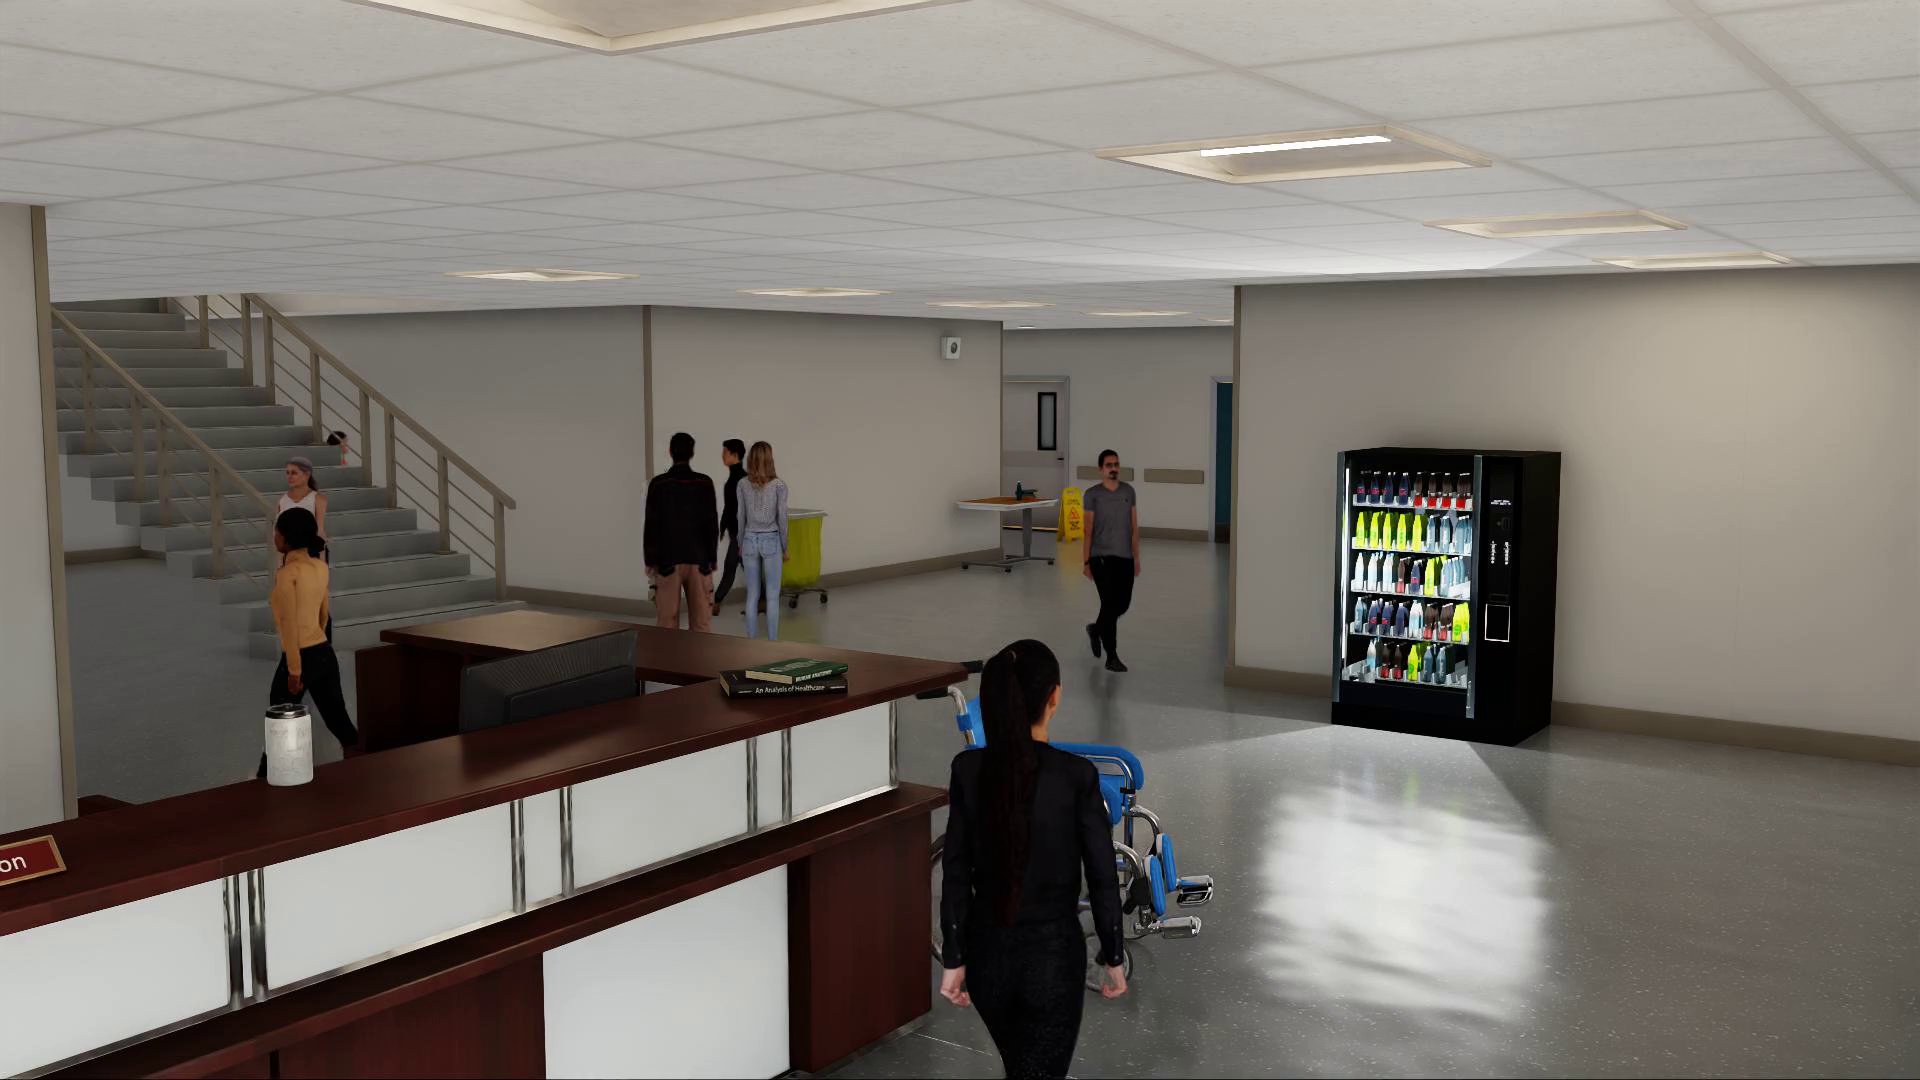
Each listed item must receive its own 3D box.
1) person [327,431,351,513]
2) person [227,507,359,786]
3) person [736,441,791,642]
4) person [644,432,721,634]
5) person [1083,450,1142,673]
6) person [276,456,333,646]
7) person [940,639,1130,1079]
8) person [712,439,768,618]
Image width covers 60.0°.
[{"bbox_3d":[-6.539,-0.251,17.364,1.139,1.718,1.029,0,6,-5],"label":"person"},{"bbox_3d":[-3.347,0.671,8.722,1.165,1.614,0.837,2,6,17],"label":"person"},{"bbox_3d":[-1.624,0.081,13.674,0.555,1.796,0.710,1,6,14],"label":"person"},{"bbox_3d":[-2.034,0.179,12.063,0.798,1.924,0.819,-2,6,-22],"label":"person"},{"bbox_3d":[1.173,0.164,13.223,0.939,1.722,1.150,-3,6,-24],"label":"person"},{"bbox_3d":[-5.145,0.185,13.112,0.575,1.702,0.717,2,6,16],"label":"person"},{"bbox_3d":[0.141,1.115,4.027,1.038,1.670,0.772,3,6,24],"label":"person"},{"bbox_3d":[-2.032,-0.097,15.946,1.088,1.696,1.065,-2,6,-17],"label":"person"}]
